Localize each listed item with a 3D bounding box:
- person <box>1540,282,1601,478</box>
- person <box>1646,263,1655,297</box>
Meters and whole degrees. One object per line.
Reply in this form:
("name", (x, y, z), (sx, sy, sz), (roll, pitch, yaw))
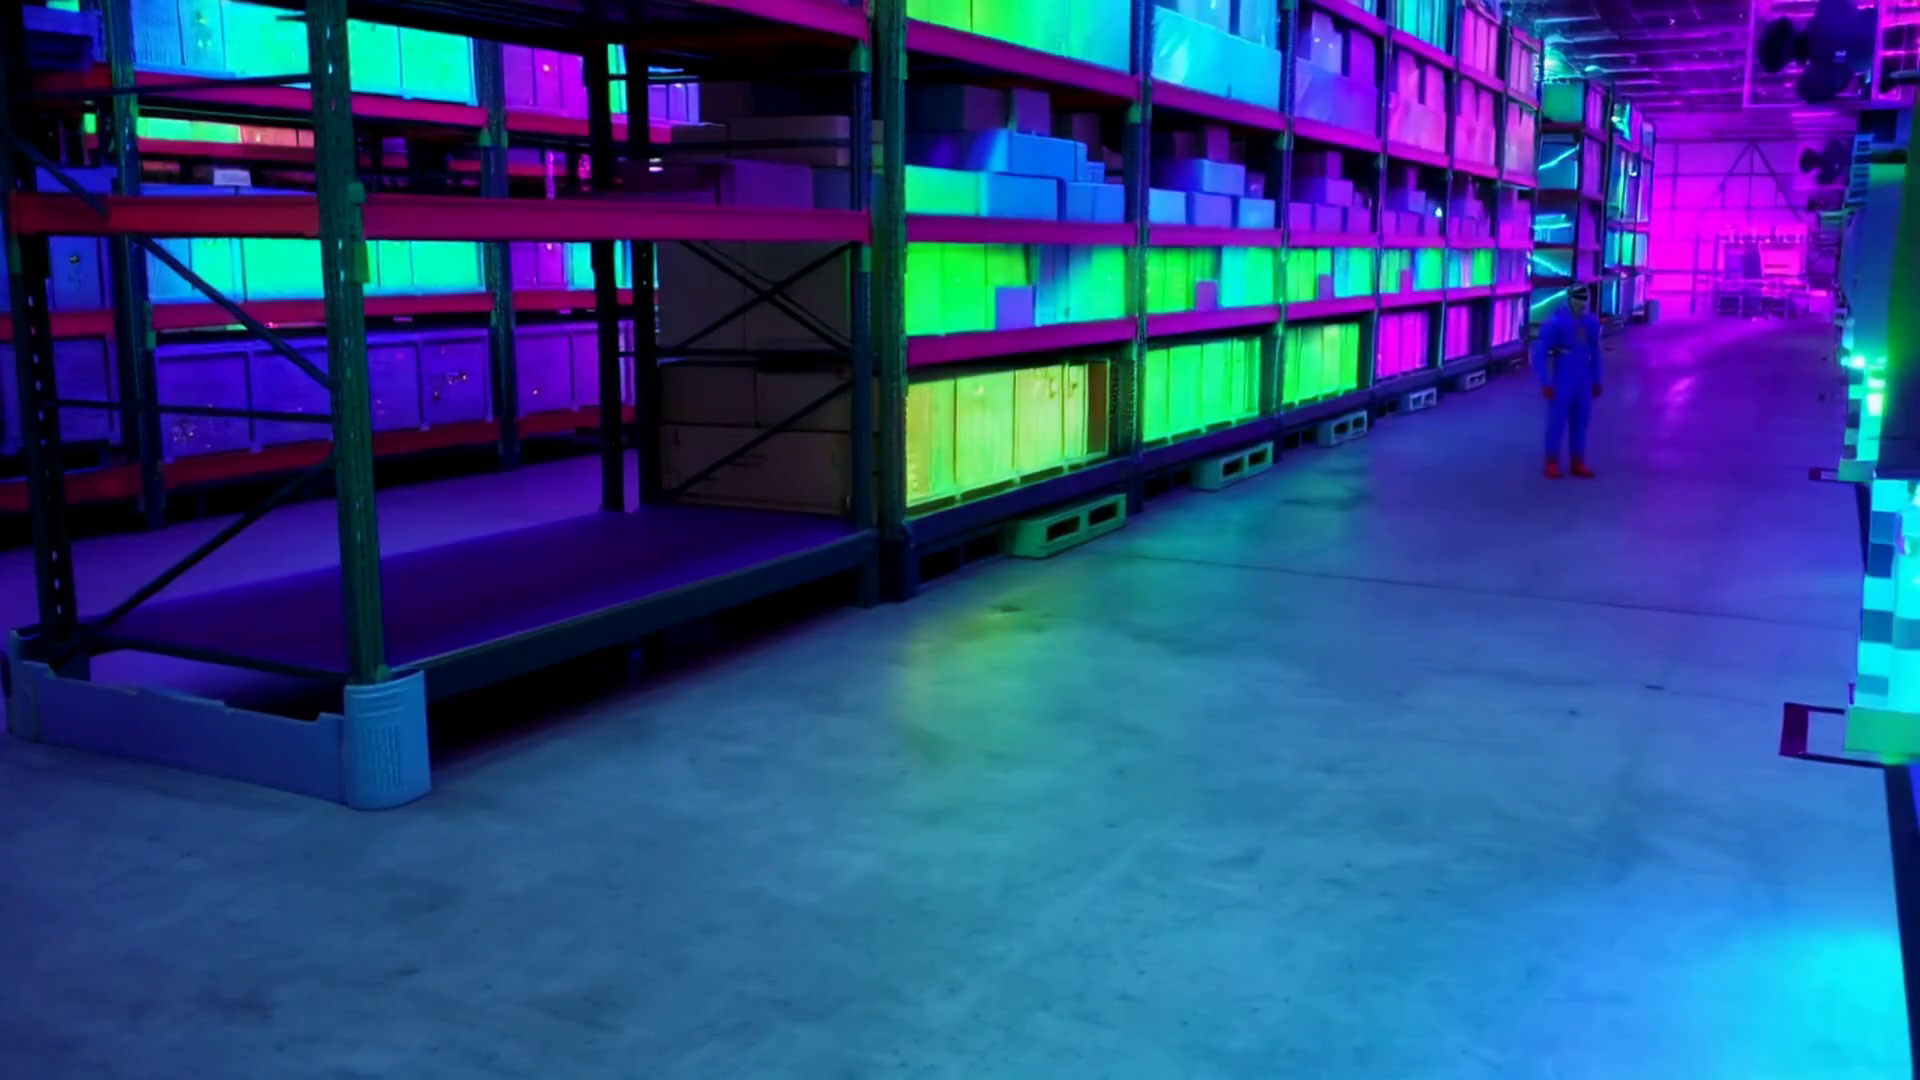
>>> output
("person", (5.928, -1.541, 16.132), (0.657, 1.894, 0.400), (-3, 10, -17))
("person", (33.720, -12.690, 81.282), (0.545, 1.674, 0.479), (-2, 10, -11))
